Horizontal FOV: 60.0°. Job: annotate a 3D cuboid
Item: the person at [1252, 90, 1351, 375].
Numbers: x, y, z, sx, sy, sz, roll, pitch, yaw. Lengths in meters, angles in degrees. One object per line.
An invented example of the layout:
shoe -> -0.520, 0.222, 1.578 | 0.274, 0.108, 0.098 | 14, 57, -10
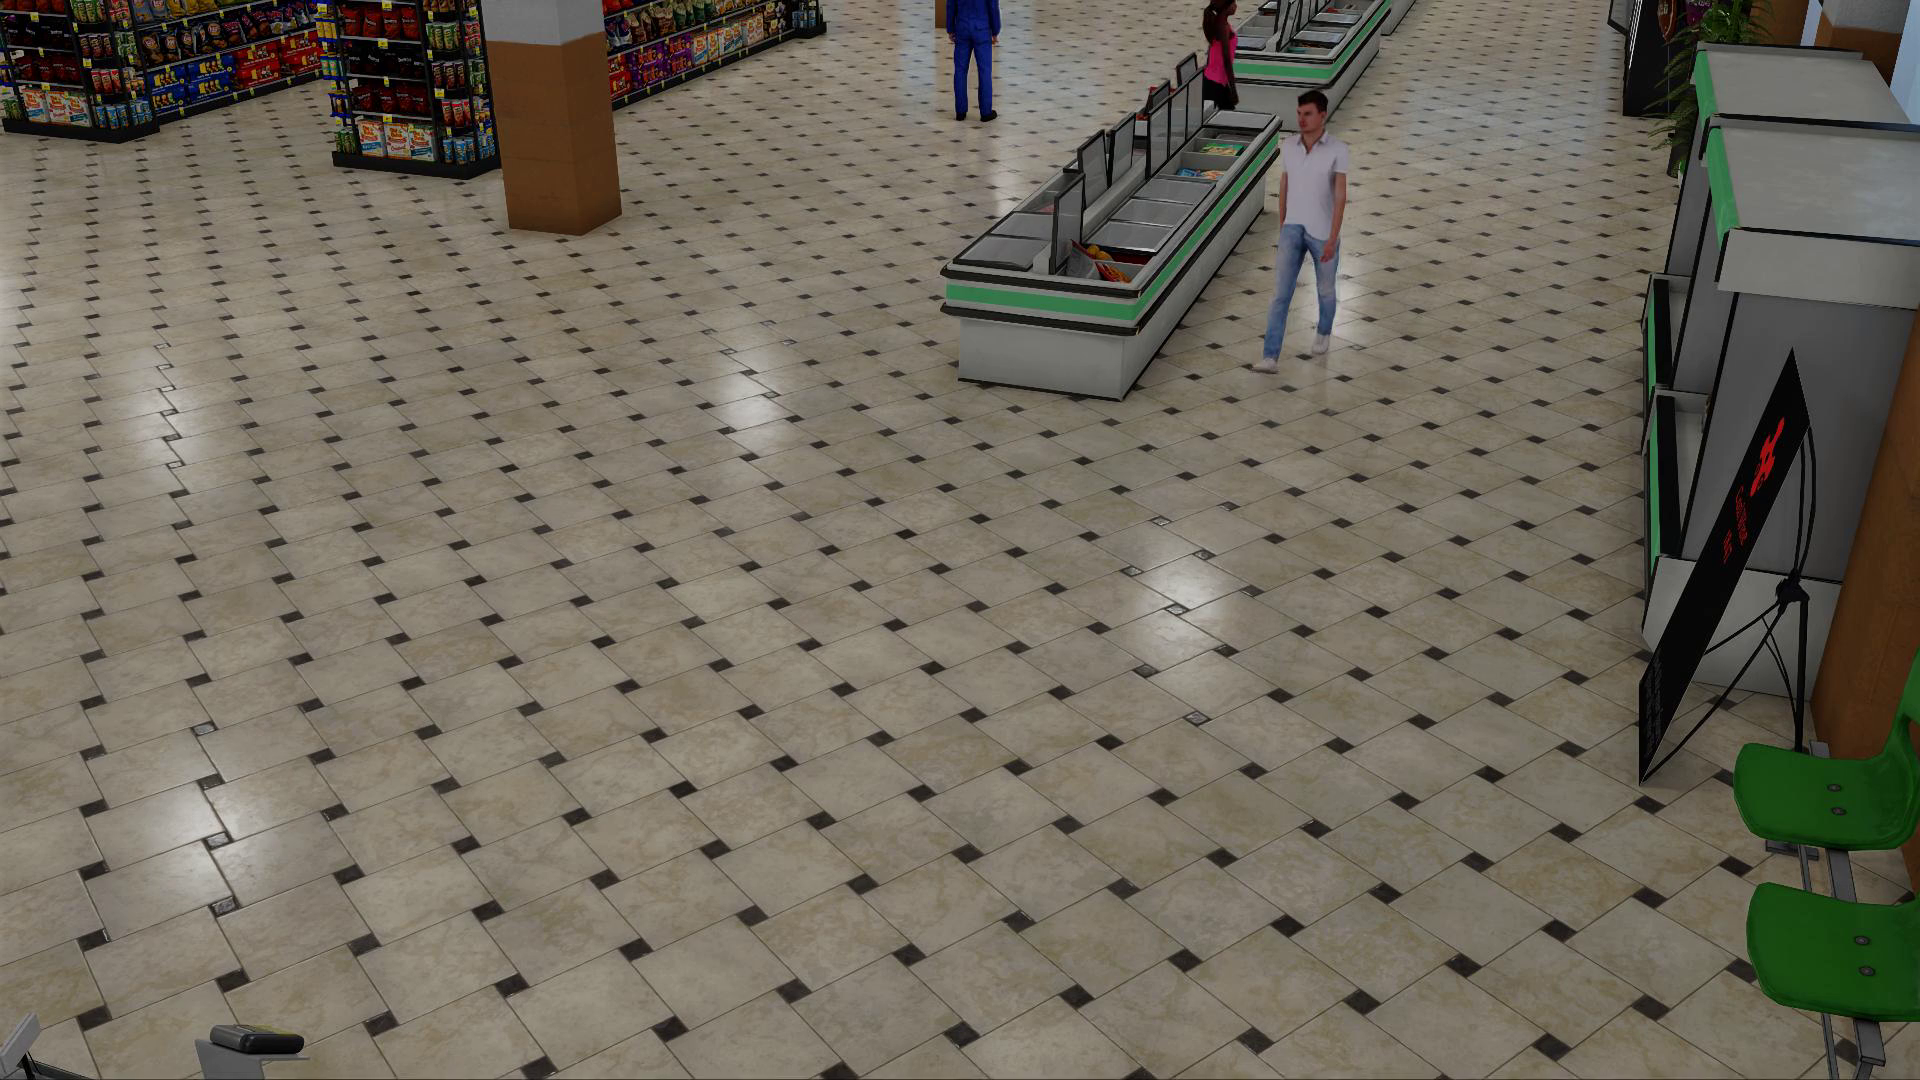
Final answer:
person -> 2.328, -1.992, 10.854 | 0.829, 1.790, 1.296 | 15, 30, 27

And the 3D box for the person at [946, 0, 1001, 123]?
person -> 0.135, -5.327, 17.389 | 0.734, 1.827, 0.572 | 6, 28, 13
